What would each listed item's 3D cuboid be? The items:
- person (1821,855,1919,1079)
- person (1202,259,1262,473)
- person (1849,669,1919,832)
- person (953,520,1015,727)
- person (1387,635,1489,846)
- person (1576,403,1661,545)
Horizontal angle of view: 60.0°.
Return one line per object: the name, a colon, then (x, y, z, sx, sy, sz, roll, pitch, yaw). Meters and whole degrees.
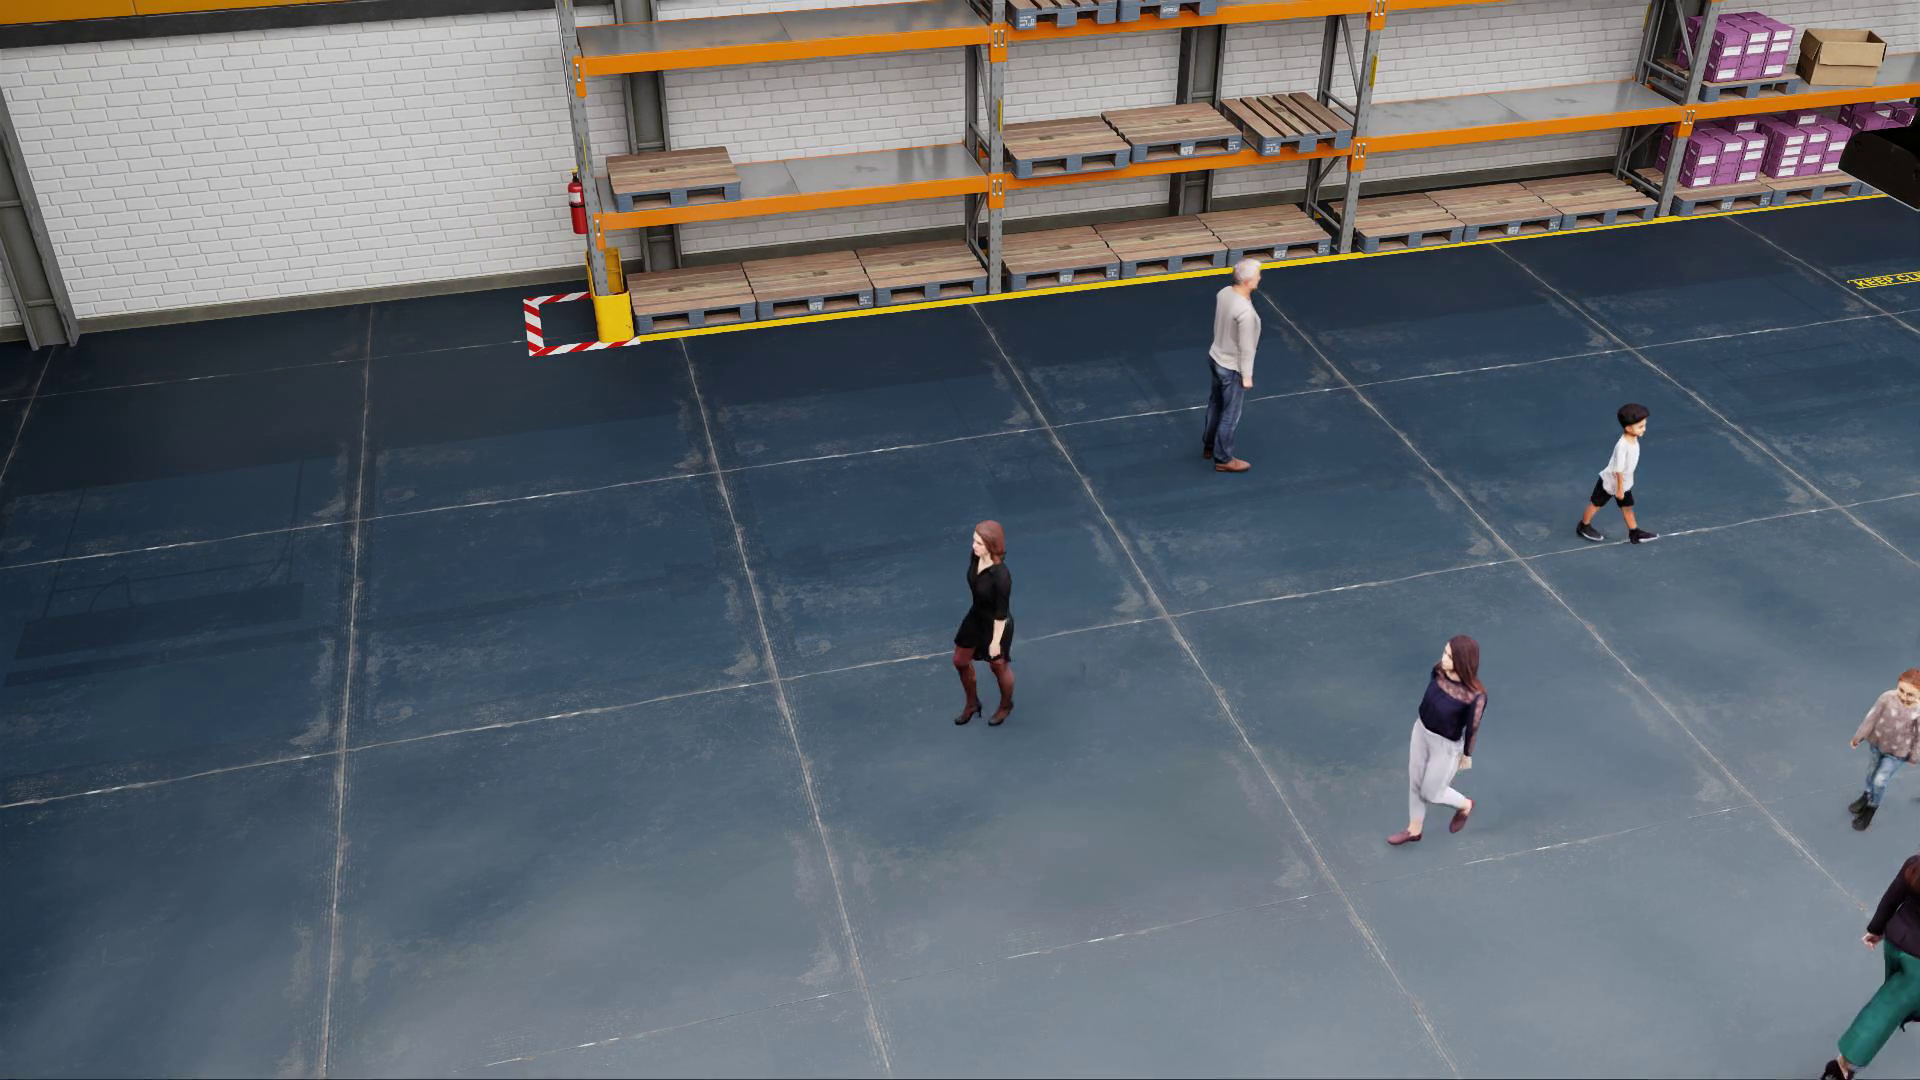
person: (4.901, 2.216, 8.666, 1.117, 1.687, 0.664, -12, 35, -17)
person: (2.282, -1.483, 14.031, 0.592, 1.909, 0.719, -8, 35, -12)
person: (5.931, 1.271, 10.544, 0.639, 1.182, 0.575, -18, 38, -25)
person: (0.276, 0.557, 11.161, 0.725, 1.689, 0.683, -18, 37, -24)
person: (2.988, 1.240, 10.217, 0.798, 1.597, 0.630, -11, 35, -17)
person: (5.156, -0.529, 13.208, 0.836, 1.232, 0.837, 23, 40, 31)
